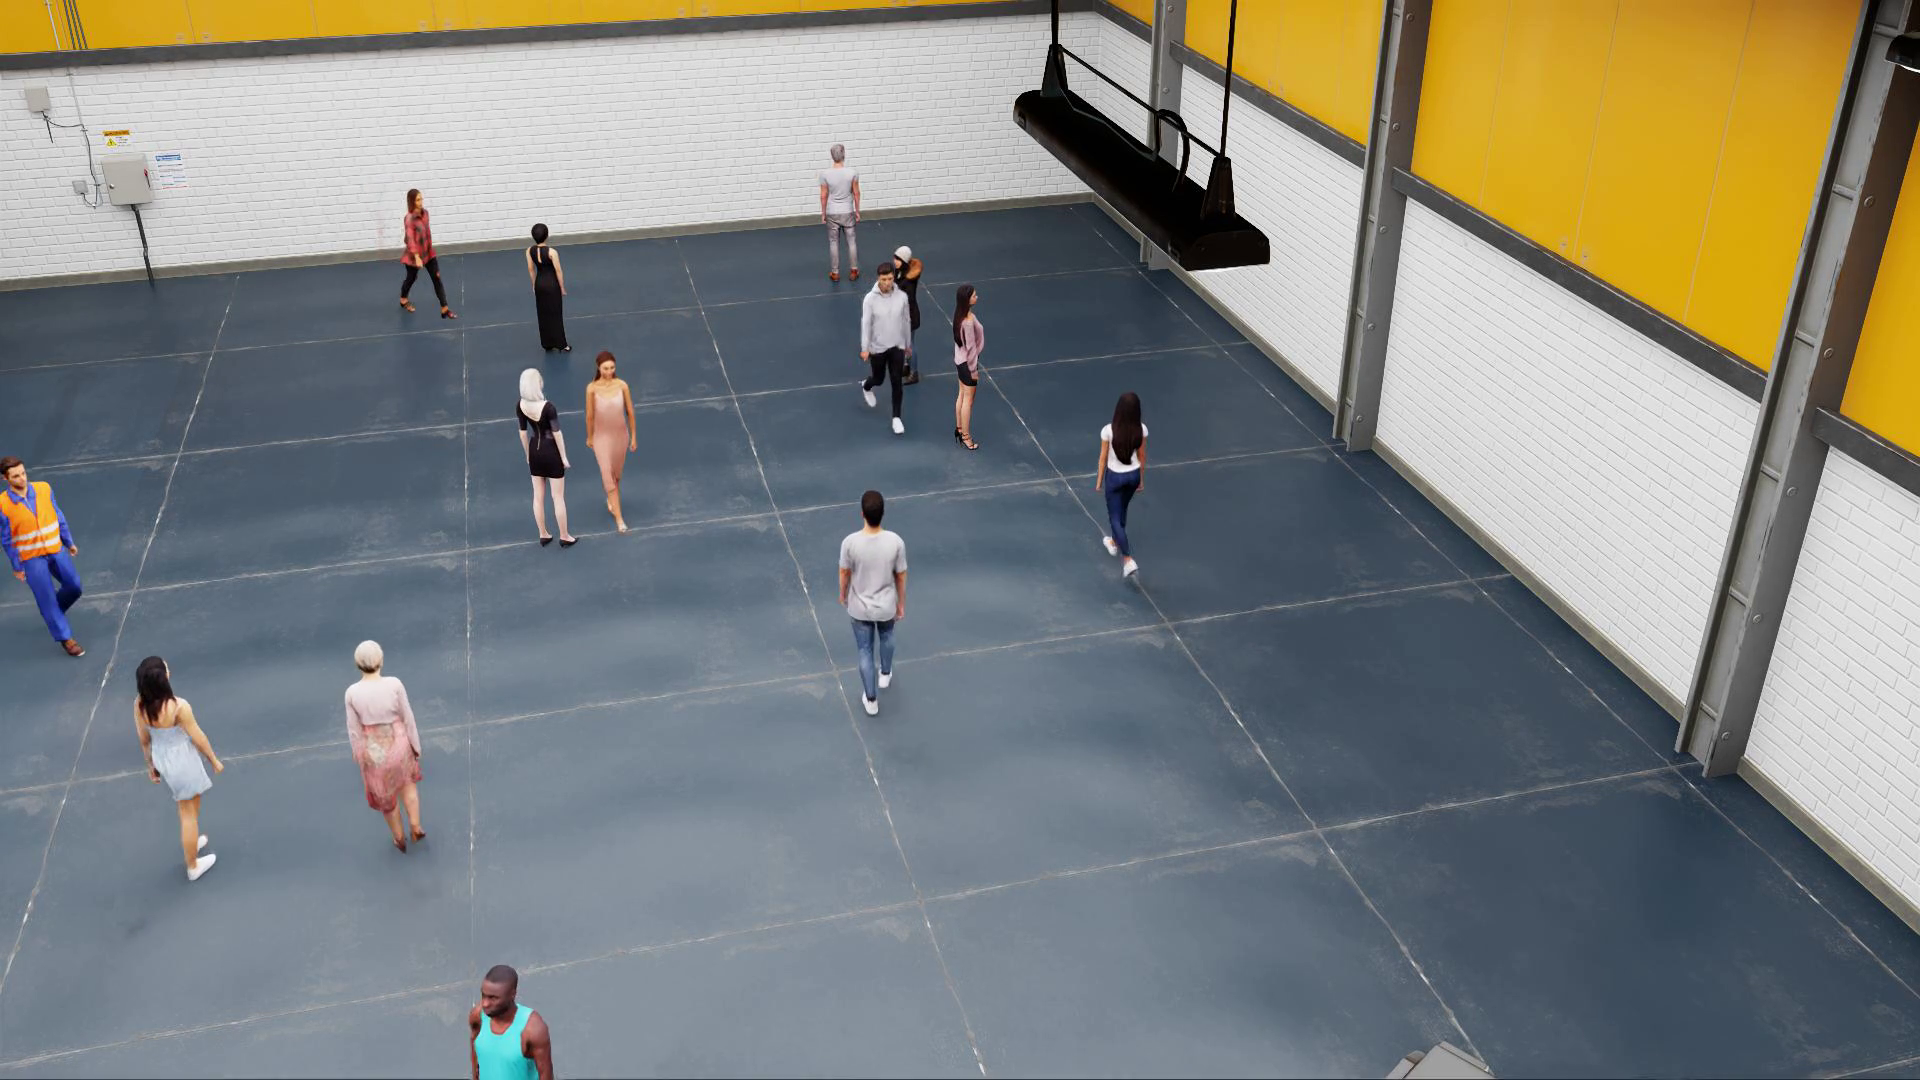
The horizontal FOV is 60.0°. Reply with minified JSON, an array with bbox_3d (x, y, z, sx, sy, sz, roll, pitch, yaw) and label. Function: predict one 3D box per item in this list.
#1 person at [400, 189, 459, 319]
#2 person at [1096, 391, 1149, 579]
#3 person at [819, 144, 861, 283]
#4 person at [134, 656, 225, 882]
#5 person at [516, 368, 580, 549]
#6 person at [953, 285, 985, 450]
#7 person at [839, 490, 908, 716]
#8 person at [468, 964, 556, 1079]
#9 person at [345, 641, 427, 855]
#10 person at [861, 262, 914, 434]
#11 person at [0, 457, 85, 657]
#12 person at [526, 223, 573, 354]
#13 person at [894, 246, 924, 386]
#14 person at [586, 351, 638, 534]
[{"bbox_3d":[-6.865,-3.585,20.946,1.131,1.657,1.118,13,31,22],"label":"person"},{"bbox_3d":[1.500,-0.487,15.173,0.598,1.745,1.085,-8,30,-14],"label":"person"},{"bbox_3d":[-1.593,-4.353,22.177,0.721,1.825,0.612,-3,29,-5],"label":"person"},{"bbox_3d":[-5.397,1.605,11.368,0.726,1.716,0.772,7,29,13],"label":"person"},{"bbox_3d":[-3.894,-0.767,15.599,0.656,1.830,0.665,8,30,14],"label":"person"},{"bbox_3d":[0.066,-1.831,17.567,0.673,1.812,0.459,-7,29,-12],"label":"person"},{"bbox_3d":[-0.679,0.540,13.171,0.716,1.860,0.890,-6,29,-11],"label":"person"},{"bbox_3d":[-2.300,2.935,8.847,0.837,1.796,0.908,12,31,21],"label":"person"},{"bbox_3d":[-3.992,1.510,11.579,0.650,1.681,0.669,-14,31,-23],"label":"person"},{"bbox_3d":[-0.835,-2.141,18.042,0.756,1.901,1.100,-11,30,-19],"label":"person"},{"bbox_3d":[-7.753,0.111,13.960,0.977,1.858,0.917,18,33,30],"label":"person"},{"bbox_3d":[-4.956,-3.016,19.960,0.656,1.601,0.667,7,29,13],"label":"person"},{"bbox_3d":[-0.621,-2.602,19.169,0.717,1.632,0.570,-12,31,-20],"label":"person"},{"bbox_3d":[-3.382,-1.001,16.078,0.719,1.782,1.163,-11,30,-19],"label":"person"}]
